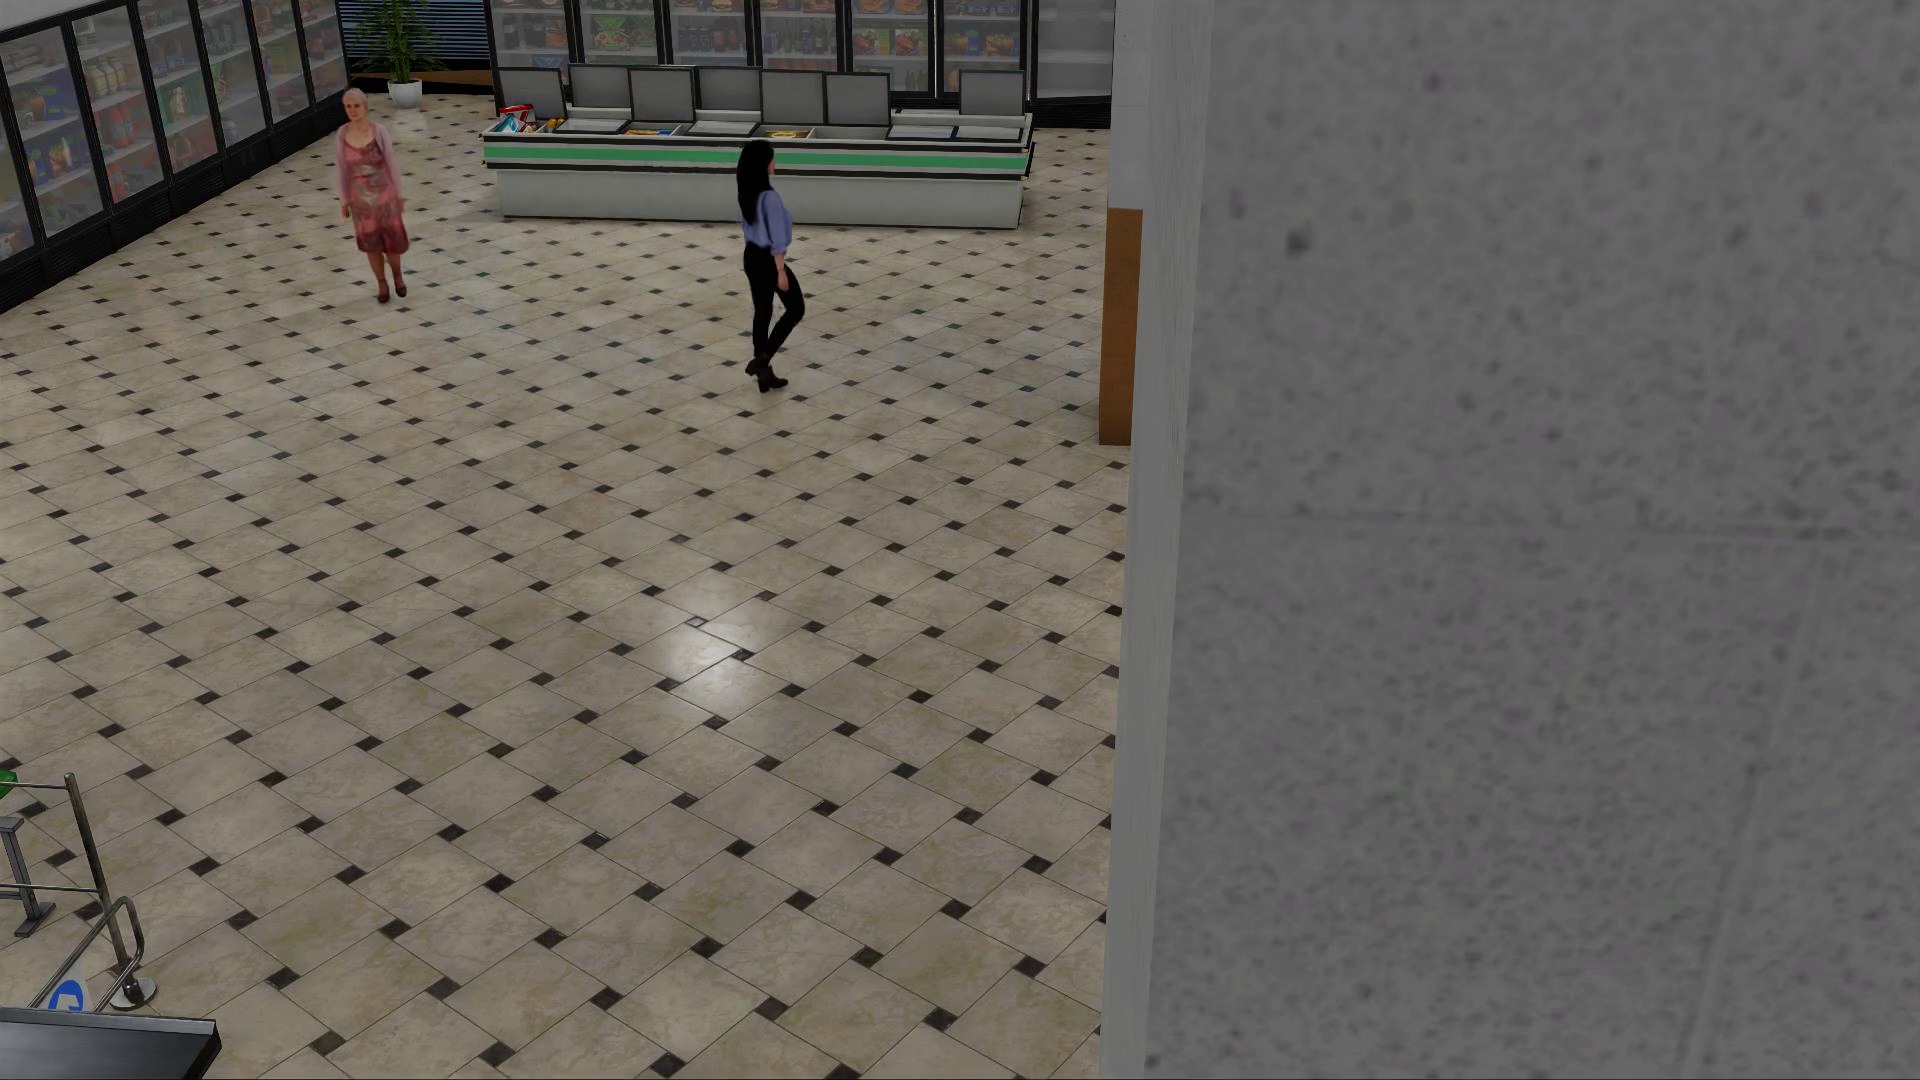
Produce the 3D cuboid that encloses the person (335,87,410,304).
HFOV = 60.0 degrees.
[{"bbox_3d":[-4.604,-2.707,13.040,0.667,1.680,0.759,-5,27,-10],"label":"person"}]

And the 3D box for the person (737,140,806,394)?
[{"bbox_3d":[-1.372,-1.795,11.179,0.872,1.737,0.813,-20,33,-34],"label":"person"}]
